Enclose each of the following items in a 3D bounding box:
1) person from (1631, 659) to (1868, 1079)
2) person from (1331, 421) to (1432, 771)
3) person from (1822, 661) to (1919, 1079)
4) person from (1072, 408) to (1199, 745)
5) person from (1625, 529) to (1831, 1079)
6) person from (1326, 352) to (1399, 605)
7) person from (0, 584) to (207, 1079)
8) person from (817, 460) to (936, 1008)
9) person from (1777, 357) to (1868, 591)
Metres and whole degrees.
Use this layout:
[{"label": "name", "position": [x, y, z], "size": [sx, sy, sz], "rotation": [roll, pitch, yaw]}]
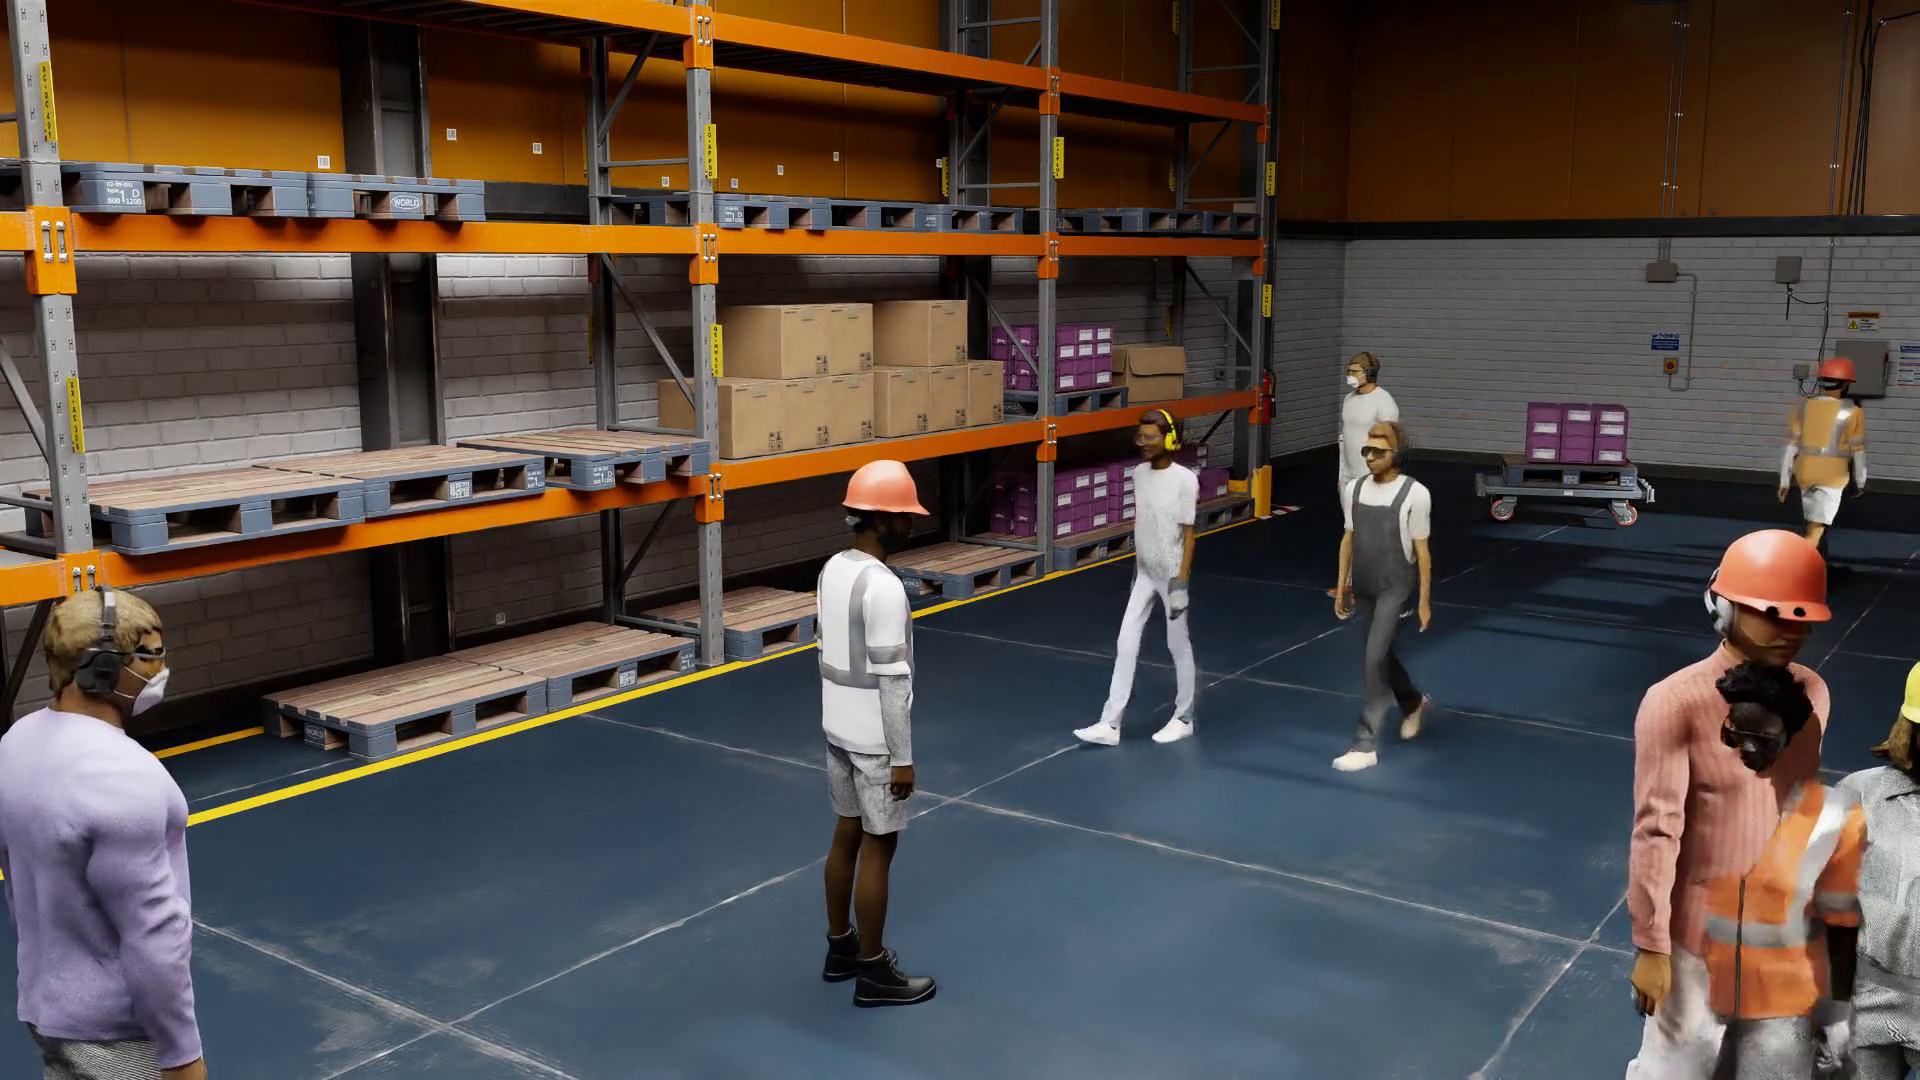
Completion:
[{"label": "person", "position": [1.923, 1.110, 4.101], "size": [0.536, 1.684, 0.375], "rotation": [6, 11, 30]}, {"label": "person", "position": [2.276, 0.261, 8.791], "size": [0.887, 1.817, 0.523], "rotation": [-8, 12, -39]}, {"label": "person", "position": [2.254, 1.111, 3.909], "size": [0.486, 1.744, 0.294], "rotation": [7, 12, 35]}, {"label": "person", "position": [0.979, 0.224, 8.891], "size": [0.859, 1.838, 0.554], "rotation": [-8, 12, -38]}, {"label": "person", "position": [1.909, 0.951, 4.119], "size": [0.619, 1.990, 0.395], "rotation": [-5, 11, -26]}, {"label": "person", "position": [3.095, -0.469, 12.734], "size": [0.352, 1.937, 0.635], "rotation": [-3, 10, -19]}, {"label": "person", "position": [-1.860, 1.056, 3.674], "size": [0.627, 1.934, 0.370], "rotation": [8, 12, 38]}, {"label": "person", "position": [-0.294, 0.677, 5.919], "size": [0.376, 1.933, 0.551], "rotation": [-5, 11, -28]}, {"label": "person", "position": [6.736, -0.472, 12.918], "size": [0.997, 1.874, 0.549], "rotation": [-5, 11, -30]}]
